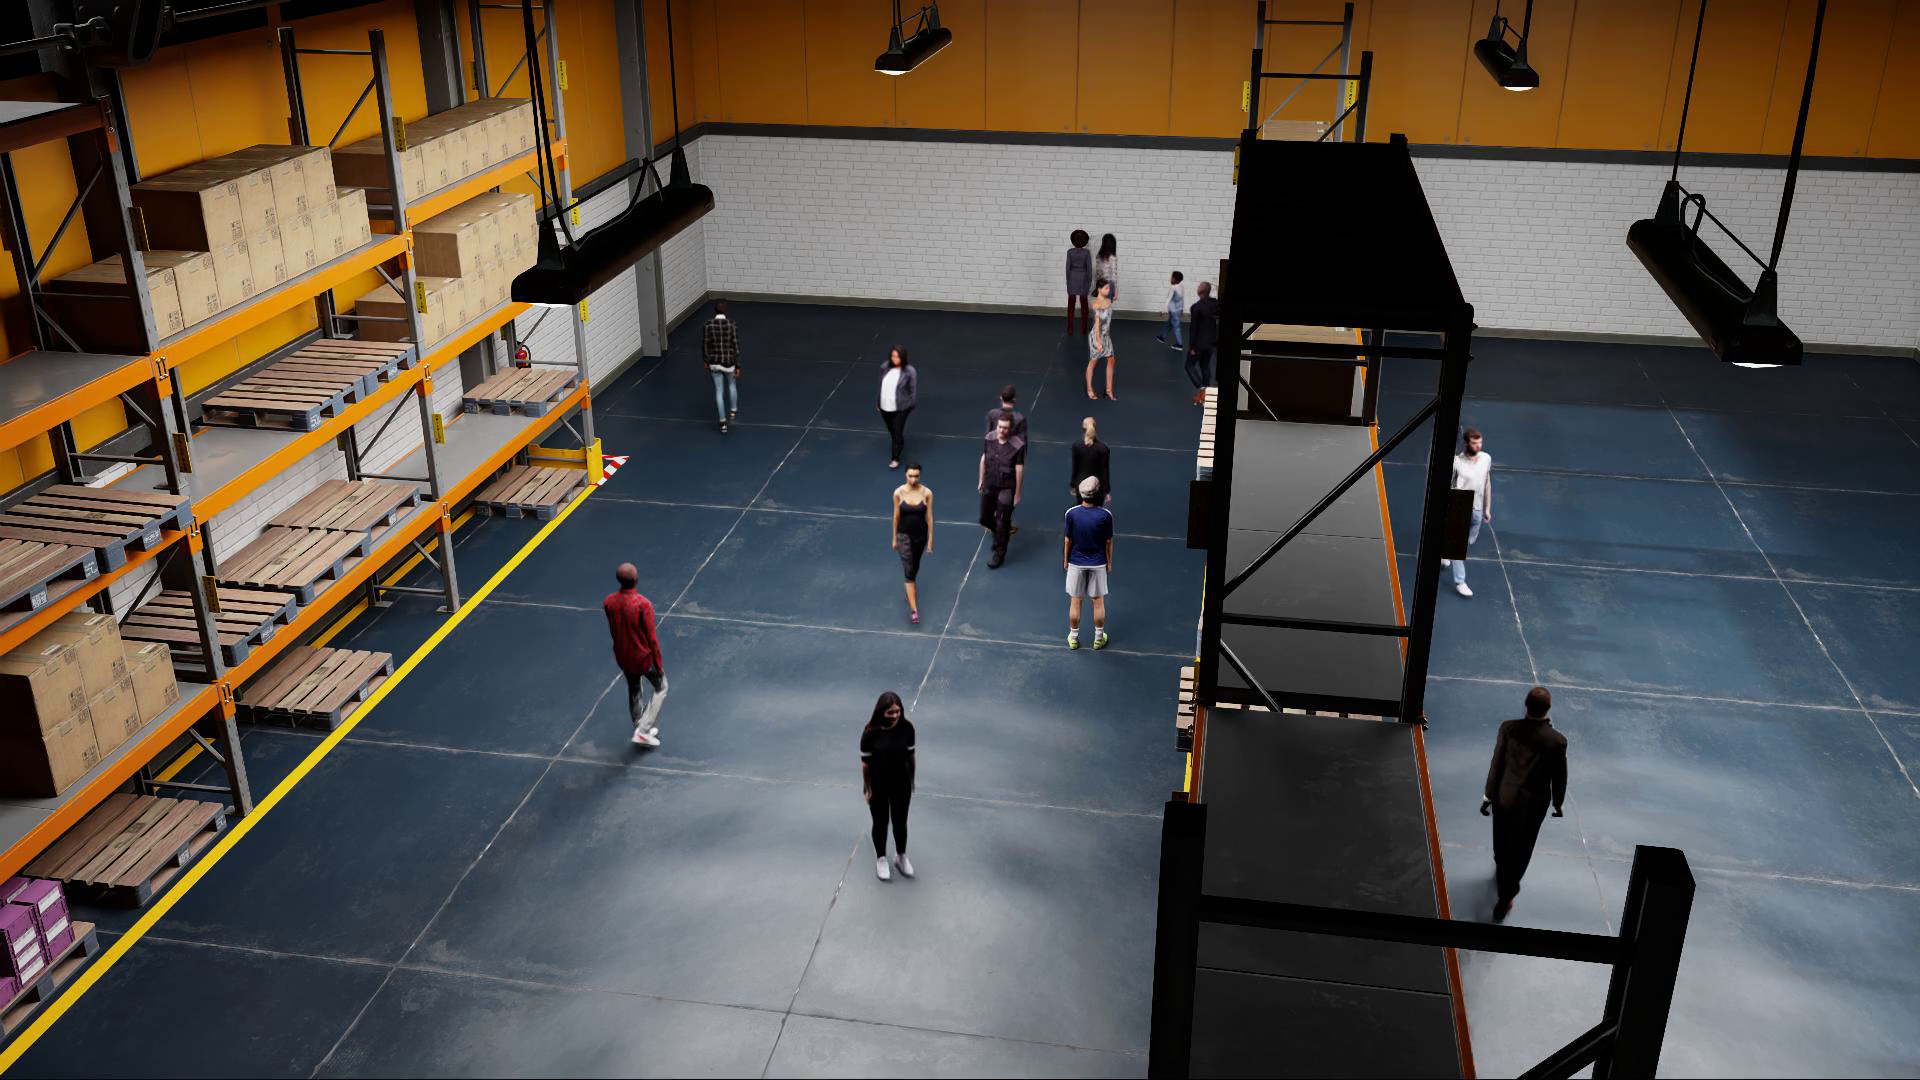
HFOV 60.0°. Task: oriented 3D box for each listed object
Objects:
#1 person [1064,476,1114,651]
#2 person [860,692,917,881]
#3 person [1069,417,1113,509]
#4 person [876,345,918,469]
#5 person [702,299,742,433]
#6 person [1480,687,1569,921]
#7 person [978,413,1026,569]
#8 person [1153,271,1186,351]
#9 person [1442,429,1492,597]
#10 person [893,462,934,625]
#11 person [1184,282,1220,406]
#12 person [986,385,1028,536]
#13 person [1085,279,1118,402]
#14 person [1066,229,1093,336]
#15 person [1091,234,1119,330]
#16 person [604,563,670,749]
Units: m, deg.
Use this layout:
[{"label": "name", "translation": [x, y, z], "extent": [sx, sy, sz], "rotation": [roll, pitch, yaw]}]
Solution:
[{"label": "person", "translation": [1.283, 0.229, 16.755], "extent": [0.650, 1.836, 0.556], "rotation": [2, 24, 4]}, {"label": "person", "translation": [-0.575, 1.916, 13.146], "extent": [0.703, 1.636, 0.725], "rotation": [-8, 25, -18]}, {"label": "person", "translation": [1.416, -0.519, 18.663], "extent": [0.771, 1.678, 0.974], "rotation": [12, 26, 25]}, {"label": "person", "translation": [-0.820, -1.782, 21.681], "extent": [0.817, 1.574, 1.093], "rotation": [10, 25, 21]}, {"label": "person", "translation": [-3.256, -2.352, 22.722], "extent": [0.896, 1.785, 1.127], "rotation": [-4, 24, -10]}, {"label": "person", "translation": [4.232, 2.028, 12.592], "extent": [0.953, 1.874, 1.174], "rotation": [12, 26, 26]}, {"label": "person", "translation": [0.514, -0.596, 18.651], "extent": [0.895, 1.829, 0.936], "rotation": [19, 30, 36]}, {"label": "person", "translation": [3.445, -3.614, 26.296], "extent": [0.773, 1.235, 0.821], "rotation": [17, 29, 34]}, {"label": "person", "translation": [5.475, -0.365, 18.124], "extent": [0.973, 1.828, 1.210], "rotation": [-6, 24, -13]}, {"label": "person", "translation": [-0.496, -0.039, 17.571], "extent": [0.817, 1.674, 1.238], "rotation": [-2, 24, -6]}, {"label": "person", "translation": [3.504, -2.759, 23.630], "extent": [0.872, 1.805, 0.928], "rotation": [-14, 27, -29]}, {"label": "person", "translation": [0.527, -0.914, 19.375], "extent": [0.707, 1.832, 0.670], "rotation": [9, 25, 20]}, {"label": "person", "translation": [1.932, -2.874, 23.893], "extent": [0.861, 1.804, 0.814], "rotation": [20, 30, 38]}, {"label": "person", "translation": [1.923, -4.192, 27.025], "extent": [0.575, 1.711, 0.499], "rotation": [4, 24, 10]}, {"label": "person", "translation": [2.243, -3.936, 26.365], "extent": [0.842, 1.770, 0.782], "rotation": [-20, 30, -38]}, {"label": "person", "translation": [-2.923, 1.072, 14.858], "extent": [0.786, 1.811, 0.779], "rotation": [11, 26, 23]}]
